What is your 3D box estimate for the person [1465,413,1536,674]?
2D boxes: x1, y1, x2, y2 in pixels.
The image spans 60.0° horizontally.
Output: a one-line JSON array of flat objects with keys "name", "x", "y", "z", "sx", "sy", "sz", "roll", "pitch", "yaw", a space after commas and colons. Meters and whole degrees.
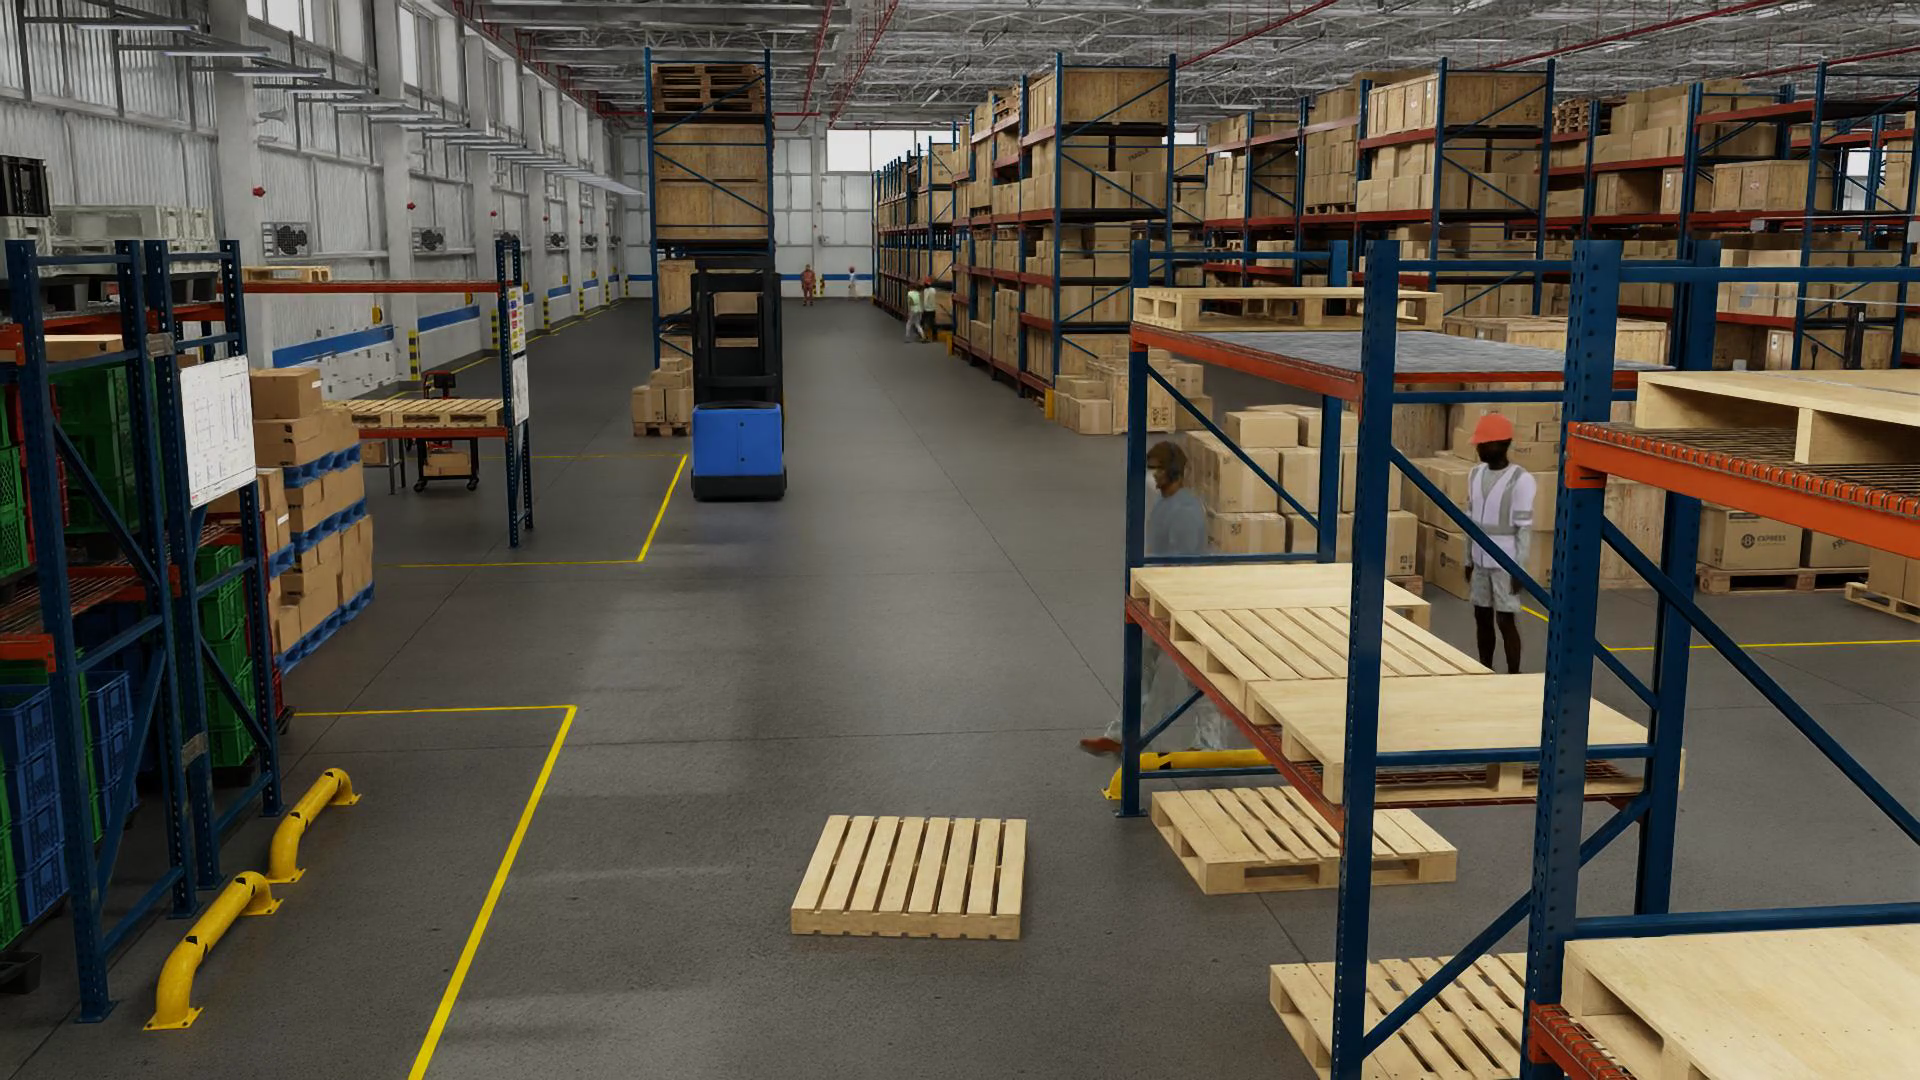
[{"name": "person", "x": 3.474, "y": 0.129, "z": 10.869, "sx": 0.415, "sy": 1.926, "sz": 0.561, "roll": -5, "pitch": 11, "yaw": -26}]

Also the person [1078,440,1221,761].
[{"name": "person", "x": 1.100, "y": 0.386, "z": 9.490, "sx": 0.927, "sy": 1.898, "sz": 0.655, "roll": -1, "pitch": 10, "yaw": -6}]

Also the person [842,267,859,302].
[{"name": "person", "x": -5.360, "y": -12.577, "z": 81.860, "sx": 0.877, "sy": 1.704, "sz": 0.578, "roll": -1, "pitch": 10, "yaw": -5}]

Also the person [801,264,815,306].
[{"name": "person", "x": -7.039, "y": -11.802, "z": 77.028, "sx": 0.649, "sy": 1.907, "sz": 0.409, "roll": 0, "pitch": 10, "yaw": 0}]

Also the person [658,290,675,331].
[{"name": "person", "x": -8.568, "y": -6.659, "z": 48.539, "sx": 0.644, "sy": 1.905, "sz": 0.400, "roll": -5, "pitch": 11, "yaw": -26}]

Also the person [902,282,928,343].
[{"name": "person", "x": -1.311, "y": -6.686, "z": 48.975, "sx": 0.743, "sy": 1.807, "sz": 0.615, "roll": 6, "pitch": 12, "yaw": 30}]

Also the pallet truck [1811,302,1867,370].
[{"name": "pallet truck", "x": 15.846, "y": -3.142, "z": 28.793, "sx": 1.885, "sy": 1.965, "sz": 0.823, "roll": 2, "pitch": 10, "yaw": 12}]

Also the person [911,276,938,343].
[{"name": "person", "x": -1.030, "y": -6.763, "z": 48.944, "sx": 0.906, "sy": 1.955, "sz": 0.624, "roll": -6, "pitch": 12, "yaw": -30}]

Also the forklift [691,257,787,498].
[{"name": "forklift", "x": -2.676, "y": -1.996, "z": 19.995, "sx": 1.129, "sy": 2.768, "sz": 1.873, "roll": -1, "pitch": 10, "yaw": -6}]
